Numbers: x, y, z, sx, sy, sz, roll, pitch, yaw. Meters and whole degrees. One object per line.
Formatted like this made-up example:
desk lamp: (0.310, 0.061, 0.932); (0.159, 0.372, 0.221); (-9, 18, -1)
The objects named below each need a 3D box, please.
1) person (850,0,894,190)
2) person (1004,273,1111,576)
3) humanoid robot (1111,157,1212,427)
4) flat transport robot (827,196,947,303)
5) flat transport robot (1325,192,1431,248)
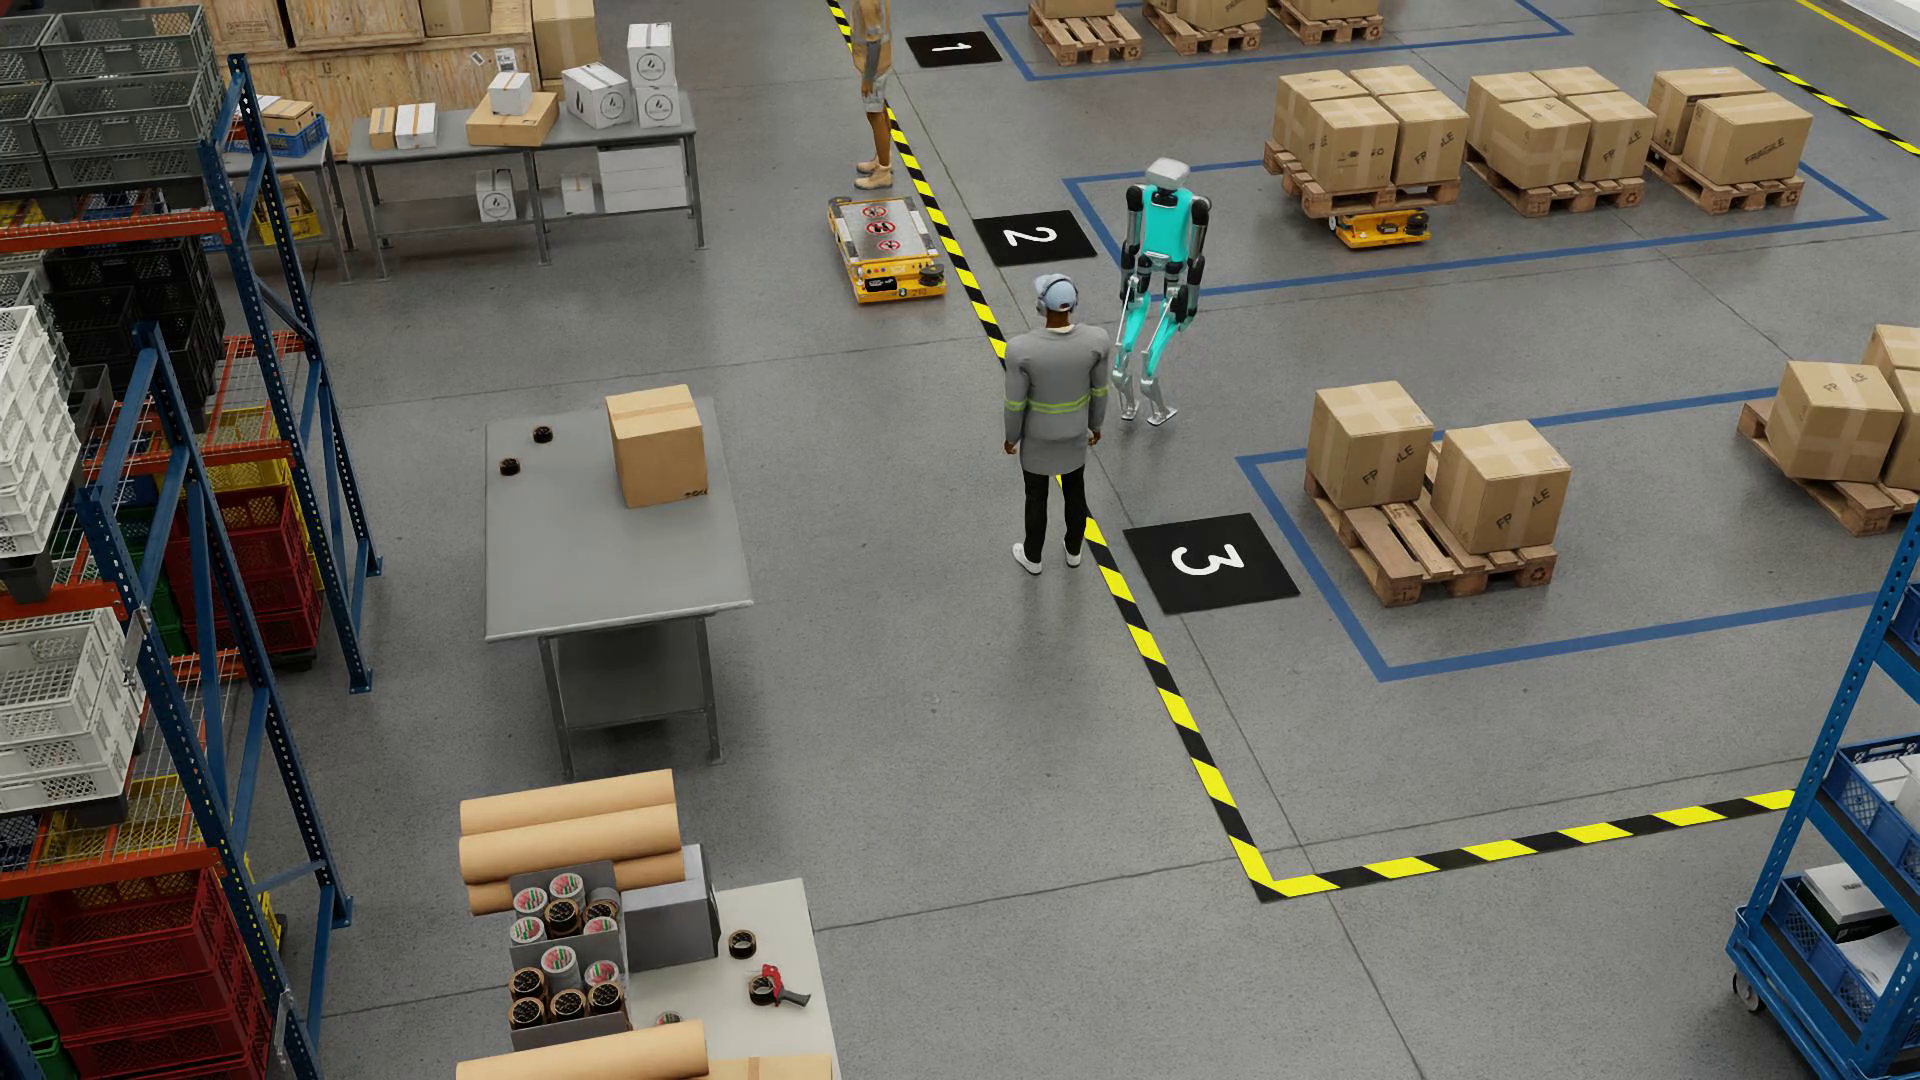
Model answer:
person: (-0.729, -3.770, 13.144); (0.398, 2.032, 0.610); (2, 37, 3)
person: (0.511, -0.623, 9.065); (0.588, 1.852, 0.371); (-9, 38, -12)
humanoid robot: (1.137, -1.428, 10.130); (0.533, 1.677, 0.735); (18, 40, 23)
flat transport robot: (-0.570, -2.220, 12.538); (0.659, 0.231, 1.431); (-8, 37, -10)
flat transport robot: (3.134, -2.740, 13.213); (0.652, 0.197, 1.431); (-8, 37, -10)
